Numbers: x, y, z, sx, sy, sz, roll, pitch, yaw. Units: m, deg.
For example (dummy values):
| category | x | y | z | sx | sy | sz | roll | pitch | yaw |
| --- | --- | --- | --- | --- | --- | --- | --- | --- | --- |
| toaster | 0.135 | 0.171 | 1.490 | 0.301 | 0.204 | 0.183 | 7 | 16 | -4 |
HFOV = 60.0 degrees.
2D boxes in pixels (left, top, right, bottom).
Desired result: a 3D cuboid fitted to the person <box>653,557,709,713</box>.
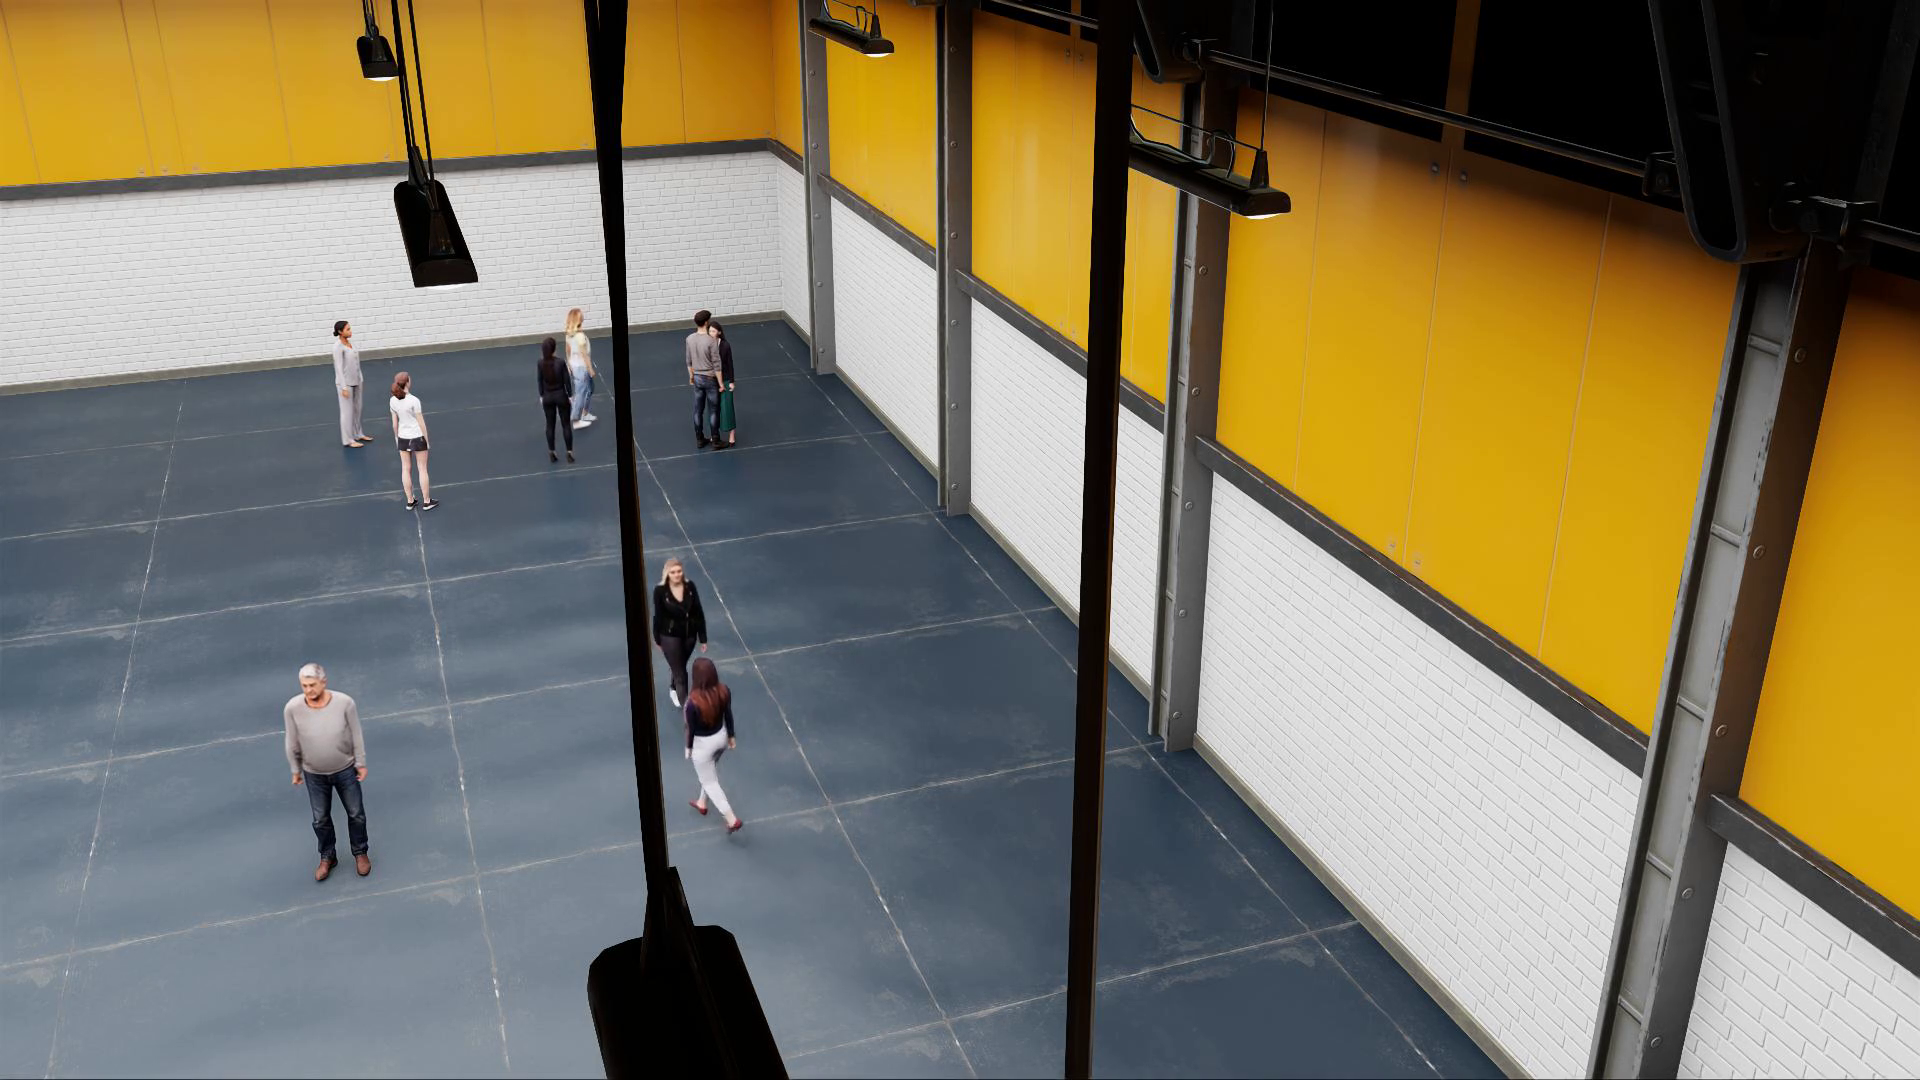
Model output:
| category | x | y | z | sx | sy | sz | roll | pitch | yaw |
| --- | --- | --- | --- | --- | --- | --- | --- | --- | --- |
| person | -2.677 | 0.917 | 15.694 | 0.765 | 1.633 | 1.181 | -13 | 27 | -27 |

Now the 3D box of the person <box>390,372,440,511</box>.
| category | x | y | z | sx | sy | sz | roll | pitch | yaw |
| --- | --- | --- | --- | --- | --- | --- | --- | --- | --- |
| person | -6.739 | -1.218 | 20.430 | 0.655 | 1.752 | 0.687 | 2 | 24 | 6 |

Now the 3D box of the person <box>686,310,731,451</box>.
| category | x | y | z | sx | sy | sz | roll | pitch | yaw |
| --- | --- | --- | --- | --- | --- | --- | --- | --- | --- |
| person | -3.425 | -2.153 | 22.380 | 0.766 | 1.903 | 0.833 | 11 | 26 | 24 |

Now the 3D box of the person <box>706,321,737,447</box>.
| category | x | y | z | sx | sy | sz | roll | pitch | yaw |
| --- | --- | --- | --- | --- | --- | --- | --- | --- | --- |
| person | -3.267 | -2.127 | 22.527 | 0.690 | 1.738 | 0.700 | 4 | 24 | 10 |

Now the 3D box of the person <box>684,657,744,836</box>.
| category | x | y | z | sx | sy | sz | roll | pitch | yaw |
| --- | --- | --- | --- | --- | --- | --- | --- | --- | --- |
| person | -2.068 | 1.739 | 13.880 | 0.880 | 1.581 | 1.119 | -21 | 31 | -39 |

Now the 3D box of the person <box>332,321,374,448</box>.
| category | x | y | z | sx | sy | sz | roll | pitch | yaw |
| --- | --- | --- | --- | --- | --- | --- | --- | --- | --- |
| person | -8.298 | -2.138 | 22.561 | 0.772 | 1.731 | 0.664 | 5 | 24 | 12 |

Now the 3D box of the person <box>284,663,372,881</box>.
| category | x | y | z | sx | sy | sz | roll | pitch | yaw |
| --- | --- | --- | --- | --- | --- | --- | --- | --- | --- |
| person | -5.034 | 1.816 | 13.294 | 0.767 | 1.908 | 0.664 | -5 | 24 | -11 |

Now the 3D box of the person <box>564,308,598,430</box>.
| category | x | y | z | sx | sy | sz | roll | pitch | yaw |
| --- | --- | --- | --- | --- | --- | --- | --- | --- | --- |
| person | -5.364 | -2.355 | 23.088 | 0.767 | 1.707 | 0.679 | -14 | 27 | -28 |

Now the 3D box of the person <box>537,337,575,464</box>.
| category | x | y | z | sx | sy | sz | roll | pitch | yaw |
| --- | --- | --- | --- | --- | --- | --- | --- | --- | --- |
| person | -5.327 | -1.845 | 21.917 | 0.650 | 1.711 | 0.623 | 2 | 24 | 4 |
